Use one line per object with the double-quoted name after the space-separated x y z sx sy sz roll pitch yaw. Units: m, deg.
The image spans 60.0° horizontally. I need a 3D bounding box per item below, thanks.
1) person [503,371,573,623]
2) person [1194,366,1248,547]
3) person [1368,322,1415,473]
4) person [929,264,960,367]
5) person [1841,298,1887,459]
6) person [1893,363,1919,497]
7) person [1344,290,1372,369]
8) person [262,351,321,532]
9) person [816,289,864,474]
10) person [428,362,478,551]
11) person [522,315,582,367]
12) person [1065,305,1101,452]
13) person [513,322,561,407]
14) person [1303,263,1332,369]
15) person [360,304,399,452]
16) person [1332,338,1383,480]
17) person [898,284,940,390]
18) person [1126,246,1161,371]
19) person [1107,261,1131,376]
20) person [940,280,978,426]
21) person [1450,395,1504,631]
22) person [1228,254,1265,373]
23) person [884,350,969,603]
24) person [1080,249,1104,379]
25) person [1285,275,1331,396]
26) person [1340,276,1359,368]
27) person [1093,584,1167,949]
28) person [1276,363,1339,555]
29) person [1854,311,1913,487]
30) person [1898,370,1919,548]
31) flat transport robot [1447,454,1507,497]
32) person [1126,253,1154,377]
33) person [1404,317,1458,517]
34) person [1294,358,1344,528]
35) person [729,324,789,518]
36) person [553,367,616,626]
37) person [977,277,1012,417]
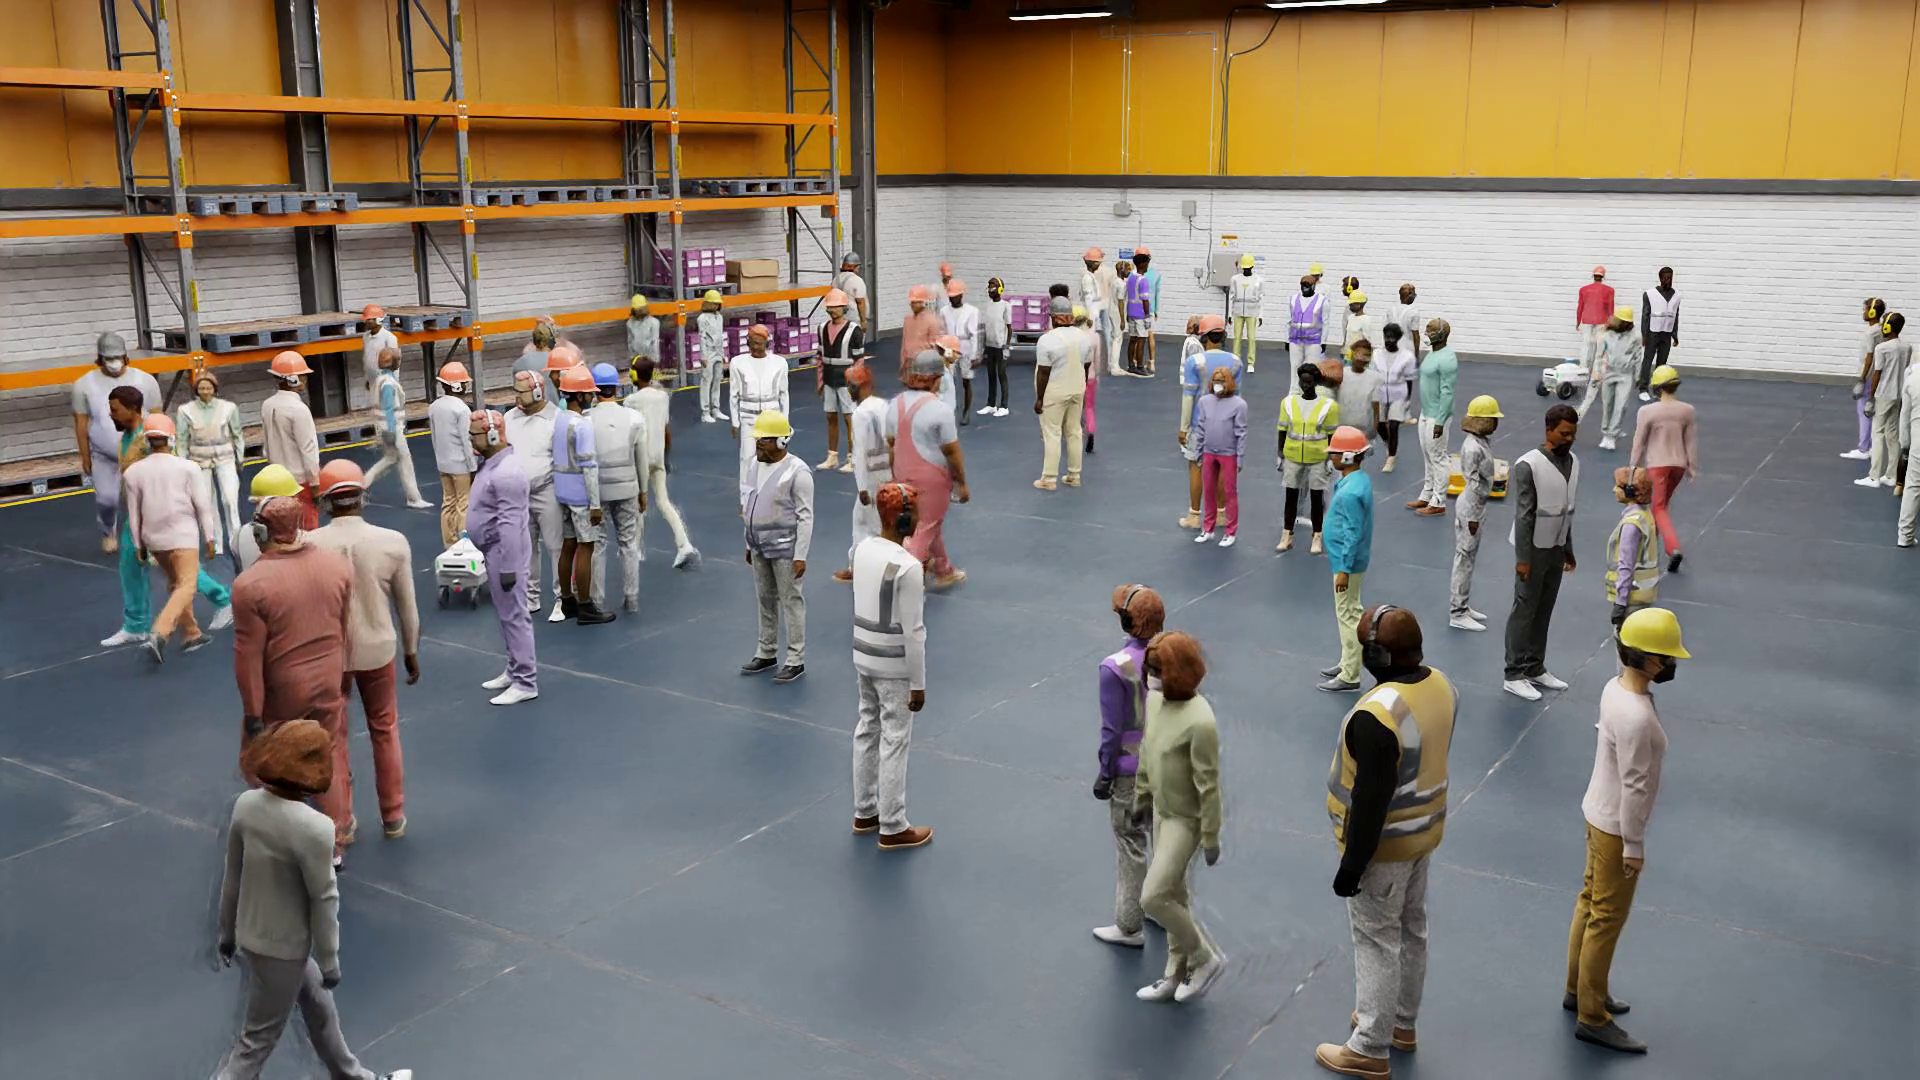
-3.189 -0.327 12.527 0.655 1.903 0.407 5 14 20 "person"
2.344 -0.758 14.997 0.502 1.628 0.279 10 16 37 "person"
4.827 -1.615 18.599 0.541 1.676 0.608 7 15 28 "person"
-0.237 -3.768 27.891 0.588 1.698 0.916 -4 14 -18 "person"
10.529 -1.859 19.285 0.302 1.862 0.581 12 18 42 "person"
9.830 -1.233 16.934 0.319 1.687 0.538 -6 14 -26 "person"
5.172 -2.389 21.774 0.331 1.765 0.533 -4 14 -16 "person"
-5.158 -0.472 12.953 0.610 1.996 0.379 10 16 37 "person"
-1.343 -1.749 18.380 0.609 2.046 0.389 9 16 33 "person"
-4.289 -0.649 14.250 0.561 1.752 0.327 11 17 39 "person"
-4.197 -1.409 17.276 0.664 1.880 0.607 2 13 7 "person"
1.439 -1.925 19.808 0.528 1.736 0.775 -2 13 -7 "person"
-3.889 -1.083 15.727 0.627 1.941 0.371 4 14 16 "person"
5.809 -3.646 27.248 0.528 1.761 0.341 9 15 33 "person"
-6.905 -1.924 19.782 0.564 1.751 0.342 9 16 33 "person"
3.685 -1.015 15.723 0.510 1.820 0.916 0 13 1 "person"
-0.423 -2.123 20.179 0.818 1.967 0.617 -10 16 -36 "person"
2.963 -3.754 27.115 0.614 2.034 0.408 -6 14 -24 "person"
2.551 -3.553 26.679 0.349 1.837 0.502 -2 13 -7 "person"
-0.031 -2.394 21.491 0.566 1.899 0.772 5 14 19 "person"
3.839 -0.210 12.368 0.295 1.743 0.492 5 14 19 "person"
4.642 -3.676 27.021 0.585 1.918 0.380 5 14 22 "person"
-0.246 -0.533 13.117 0.975 2.000 0.689 -11 17 -39 "person"
2.073 -3.567 26.274 0.367 2.041 0.615 1 13 5 "person"
4.848 -2.790 23.342 0.635 1.842 0.429 8 15 31 "person"
5.374 -2.689 22.888 0.327 1.859 0.498 6 14 25 "person"
0.792 0.997 7.358 0.515 1.640 0.315 -12 18 -42 "person"
3.047 -0.715 14.661 0.540 1.696 0.315 6 14 23 "person"
9.837 -1.484 17.658 0.498 1.860 0.333 -5 14 -22 "person"
8.664 -0.835 14.723 0.409 1.907 0.651 -8 15 -32 "person"
5.466 -0.691 17.681 0.652 0.197 1.431 4 14 17 "flat transport robot"
2.863 -3.578 26.488 0.367 1.966 0.606 -5 14 -22 "person"
4.624 -1.195 16.214 0.373 1.940 0.628 0 13 0 "person"
3.437 -0.910 15.701 0.606 1.600 0.528 5 14 22 "person"
-1.945 -1.155 16.156 0.574 1.886 0.360 -2 13 -10 "person"
-2.843 -0.334 12.479 0.375 1.935 0.550 -12 17 -41 "person"
0.484 -2.609 22.496 0.328 1.874 0.521 -11 17 -40 "person"
